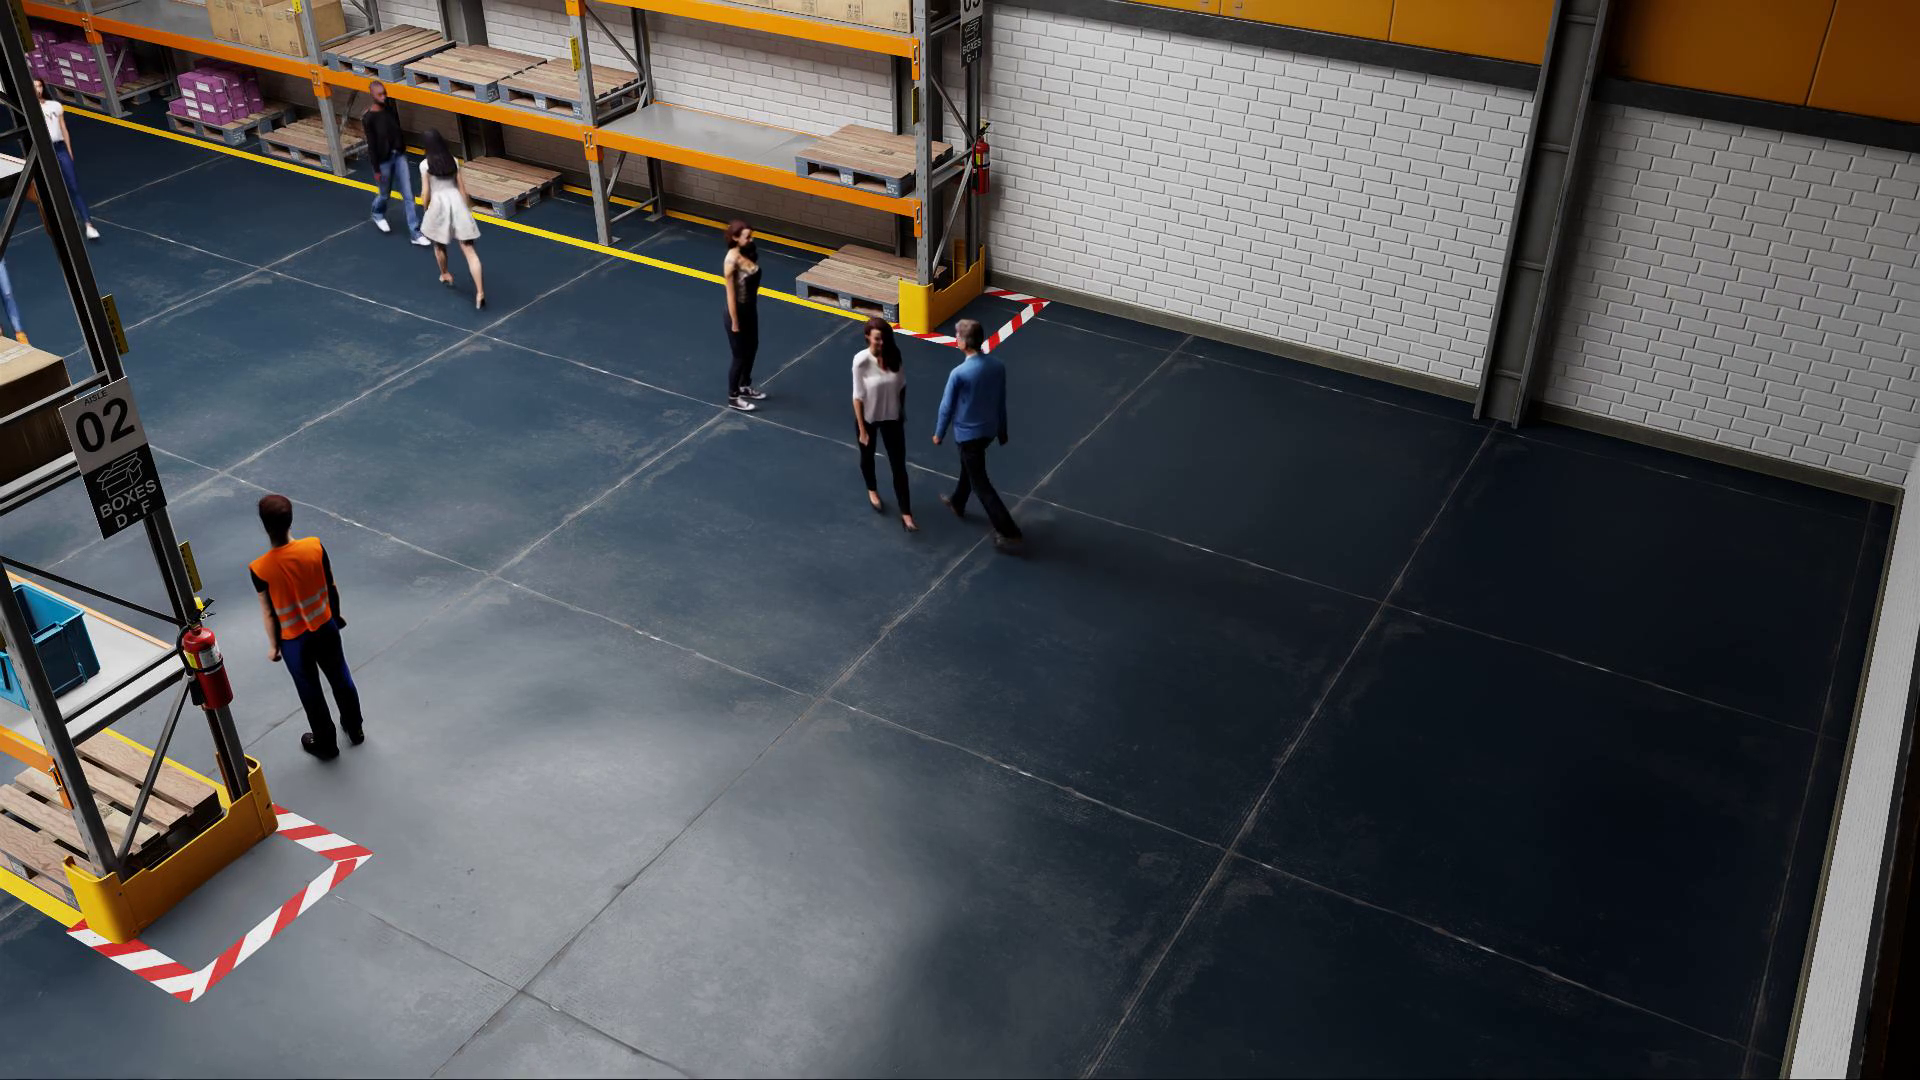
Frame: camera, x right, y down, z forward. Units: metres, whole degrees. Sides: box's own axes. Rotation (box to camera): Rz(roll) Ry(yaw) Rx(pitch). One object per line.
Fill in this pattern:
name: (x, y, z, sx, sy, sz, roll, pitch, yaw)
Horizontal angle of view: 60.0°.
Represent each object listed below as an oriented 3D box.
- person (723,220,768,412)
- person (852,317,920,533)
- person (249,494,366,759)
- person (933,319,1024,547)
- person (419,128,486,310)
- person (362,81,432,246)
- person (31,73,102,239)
person: (-1.915, -1.949, 14.400, 0.641, 1.759, 0.656, 10, 35, 14)
person: (-0.671, -0.949, 12.898, 0.989, 1.757, 1.116, -14, 36, -20)
person: (-4.137, 0.554, 10.520, 0.686, 1.886, 0.734, 25, 41, 33)
person: (0.181, -0.776, 12.629, 0.952, 1.765, 1.292, -26, 41, -33)
person: (-4.929, -3.065, 16.119, 0.918, 1.715, 1.178, -19, 38, -26)
person: (-6.041, -3.964, 17.471, 1.180, 1.715, 0.720, 24, 40, 31)
person: (-9.643, -4.046, 17.586, 0.855, 1.725, 1.205, -26, 42, -34)
